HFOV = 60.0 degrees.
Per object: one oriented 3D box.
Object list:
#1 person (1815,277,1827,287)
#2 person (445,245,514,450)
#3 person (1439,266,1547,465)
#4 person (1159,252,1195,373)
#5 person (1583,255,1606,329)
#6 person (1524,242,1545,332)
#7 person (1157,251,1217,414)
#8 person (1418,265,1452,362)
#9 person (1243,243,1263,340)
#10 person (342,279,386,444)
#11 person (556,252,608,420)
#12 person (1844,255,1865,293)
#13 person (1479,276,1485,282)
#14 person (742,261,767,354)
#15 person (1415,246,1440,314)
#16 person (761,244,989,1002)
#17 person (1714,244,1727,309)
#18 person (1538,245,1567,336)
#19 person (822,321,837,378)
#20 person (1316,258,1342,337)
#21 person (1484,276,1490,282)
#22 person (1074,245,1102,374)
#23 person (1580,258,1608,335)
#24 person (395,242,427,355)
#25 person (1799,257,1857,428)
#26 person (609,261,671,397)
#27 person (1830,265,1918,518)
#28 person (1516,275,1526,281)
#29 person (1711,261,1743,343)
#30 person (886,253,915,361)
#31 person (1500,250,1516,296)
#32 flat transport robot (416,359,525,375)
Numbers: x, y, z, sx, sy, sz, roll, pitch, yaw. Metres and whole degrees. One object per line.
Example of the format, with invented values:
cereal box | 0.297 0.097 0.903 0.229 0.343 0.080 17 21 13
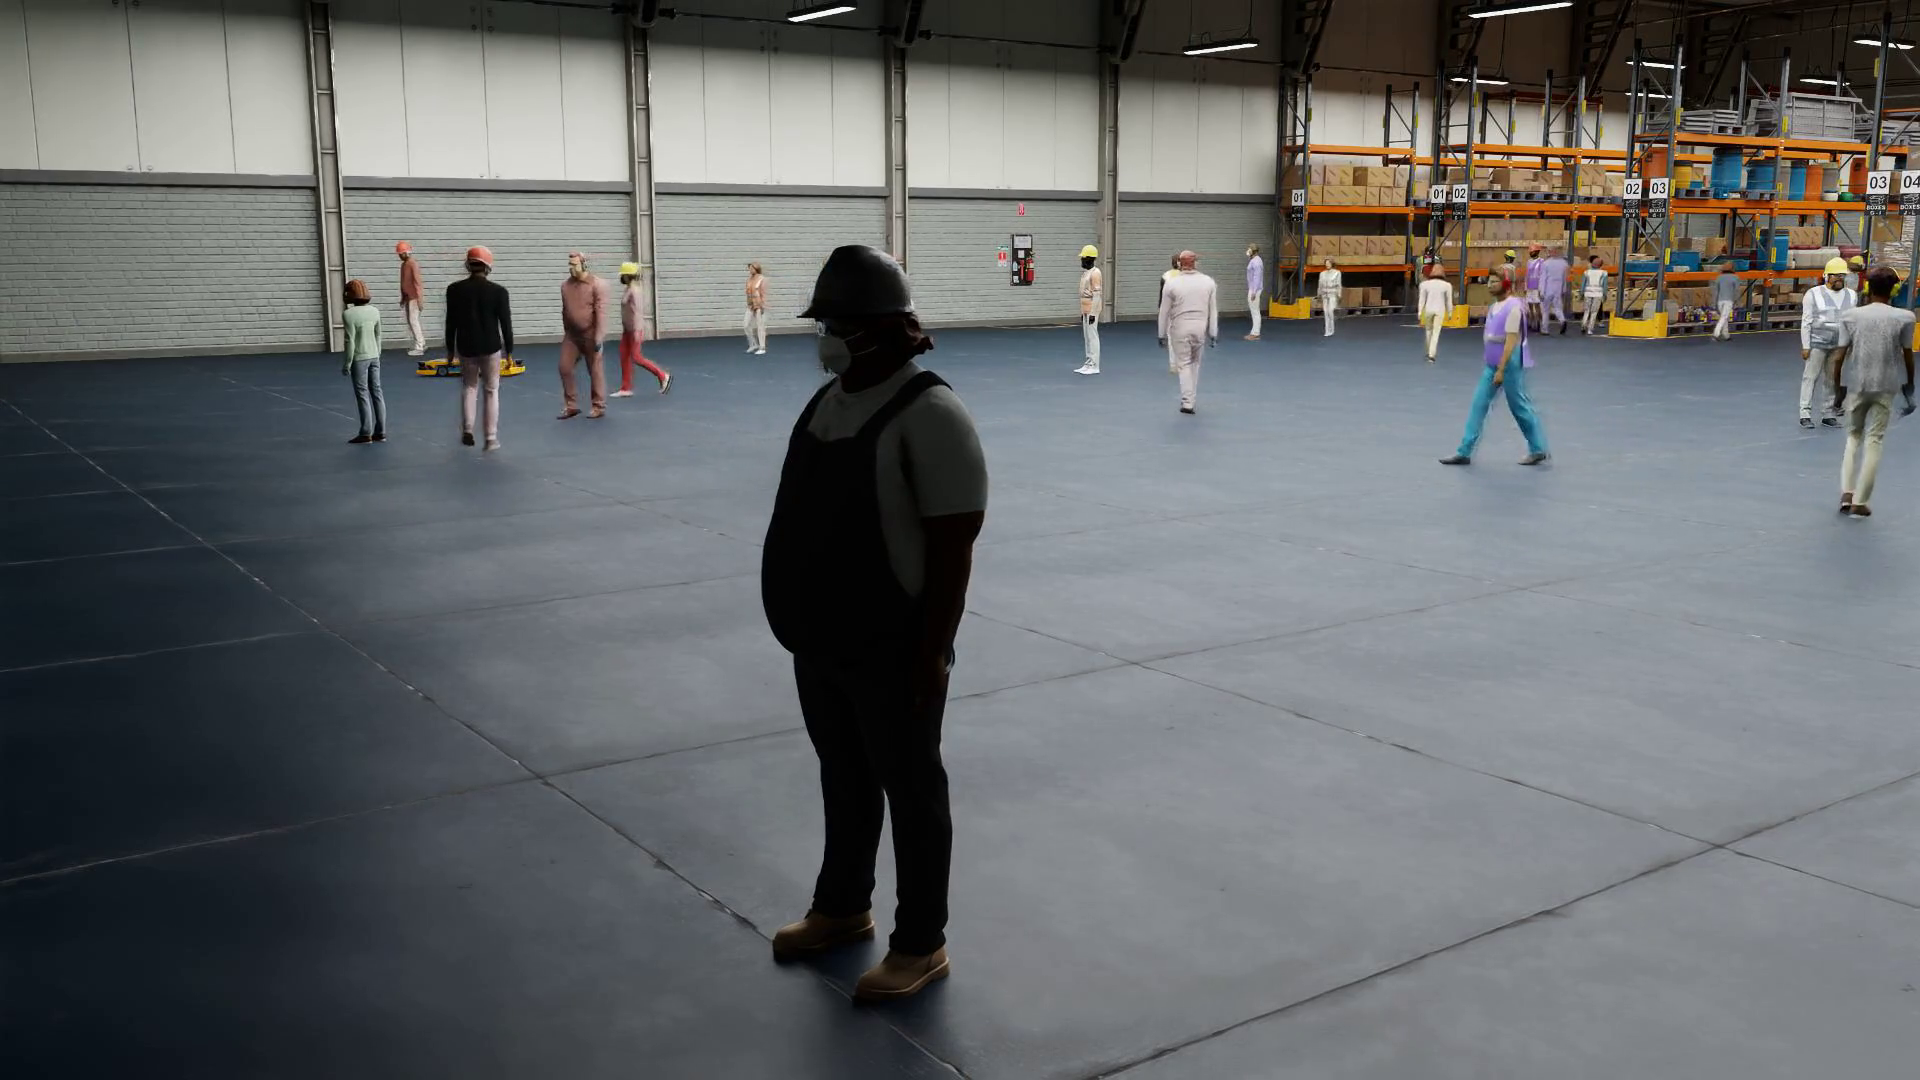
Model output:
person | 21.865 -6.476 41.899 0.848 1.820 0.638 -9 13 -40
person | -4.633 -1.851 16.083 0.637 1.974 0.433 0 10 -2
person | 4.883 -1.551 14.943 0.970 1.800 0.588 -1 10 -7
person | 3.317 -3.427 25.121 0.646 1.830 0.547 0 10 -2
person | 14.199 -5.527 37.135 0.584 1.646 0.705 -5 11 -25
person | 12.378 -5.450 35.928 0.377 1.932 0.552 -4 11 -21
person | 2.634 -2.451 19.628 0.679 1.873 0.877 -2 11 -13
person | 7.884 -3.754 27.551 0.523 1.584 0.865 5 12 26
person | 5.896 -4.982 33.354 0.355 1.936 0.635 1 10 7
person | -5.971 -1.778 16.620 0.279 1.634 0.497 4 11 21
person | -4.283 -2.288 18.737 0.649 1.885 0.679 4 11 22
person | 16.182 -4.334 30.377 0.514 1.715 0.480 -6 12 -28
person | 14.180 -6.945 44.408 0.966 1.846 0.588 -9 14 -41
person | -3.587 -4.059 29.157 0.523 1.627 0.400 8 13 36
person | 11.666 -6.416 41.489 0.624 1.841 0.430 7 12 33
person | -0.277 0.222 4.542 0.538 2.000 0.684 -8 13 -39
person | 19.825 -6.726 43.085 0.424 1.873 0.600 -8 13 -39
person | 12.316 -5.170 34.552 0.673 1.874 0.667 -3 11 -17
person | -0.971 -1.732 15.673 1.005 1.886 0.659 -6 12 -30
person | 7.591 -5.001 34.297 0.455 1.620 0.545 -9 14 -42
person | 13.210 -6.359 41.304 0.349 1.807 0.690 8 13 39
person | 1.942 -3.455 25.002 0.360 1.930 0.589 -2 11 -11
person | 13.346 -5.125 35.005 0.519 1.621 0.426 6 12 30
person | -9.613 -4.232 29.198 0.548 1.966 0.805 -8 13 -36
person | 9.358 -2.115 17.917 0.588 1.835 0.404 0 10 -2
person | -4.149 -2.706 21.412 0.713 1.746 0.528 -4 11 -22
person | 6.752 -1.091 12.263 0.518 1.847 0.579 9 14 41
person | 14.705 -6.765 43.628 0.423 1.748 0.554 -9 14 -40
person | 14.920 -4.642 32.431 0.848 1.593 0.507 -6 12 -29
person | -0.664 -1.565 14.664 0.549 1.918 0.785 1 10 5
person | 12.501 -5.738 37.997 0.337 1.757 0.518 -5 11 -24
flat transport robot | -7.289 -2.585 24.784 1.431 0.197 0.652 1 10 4
